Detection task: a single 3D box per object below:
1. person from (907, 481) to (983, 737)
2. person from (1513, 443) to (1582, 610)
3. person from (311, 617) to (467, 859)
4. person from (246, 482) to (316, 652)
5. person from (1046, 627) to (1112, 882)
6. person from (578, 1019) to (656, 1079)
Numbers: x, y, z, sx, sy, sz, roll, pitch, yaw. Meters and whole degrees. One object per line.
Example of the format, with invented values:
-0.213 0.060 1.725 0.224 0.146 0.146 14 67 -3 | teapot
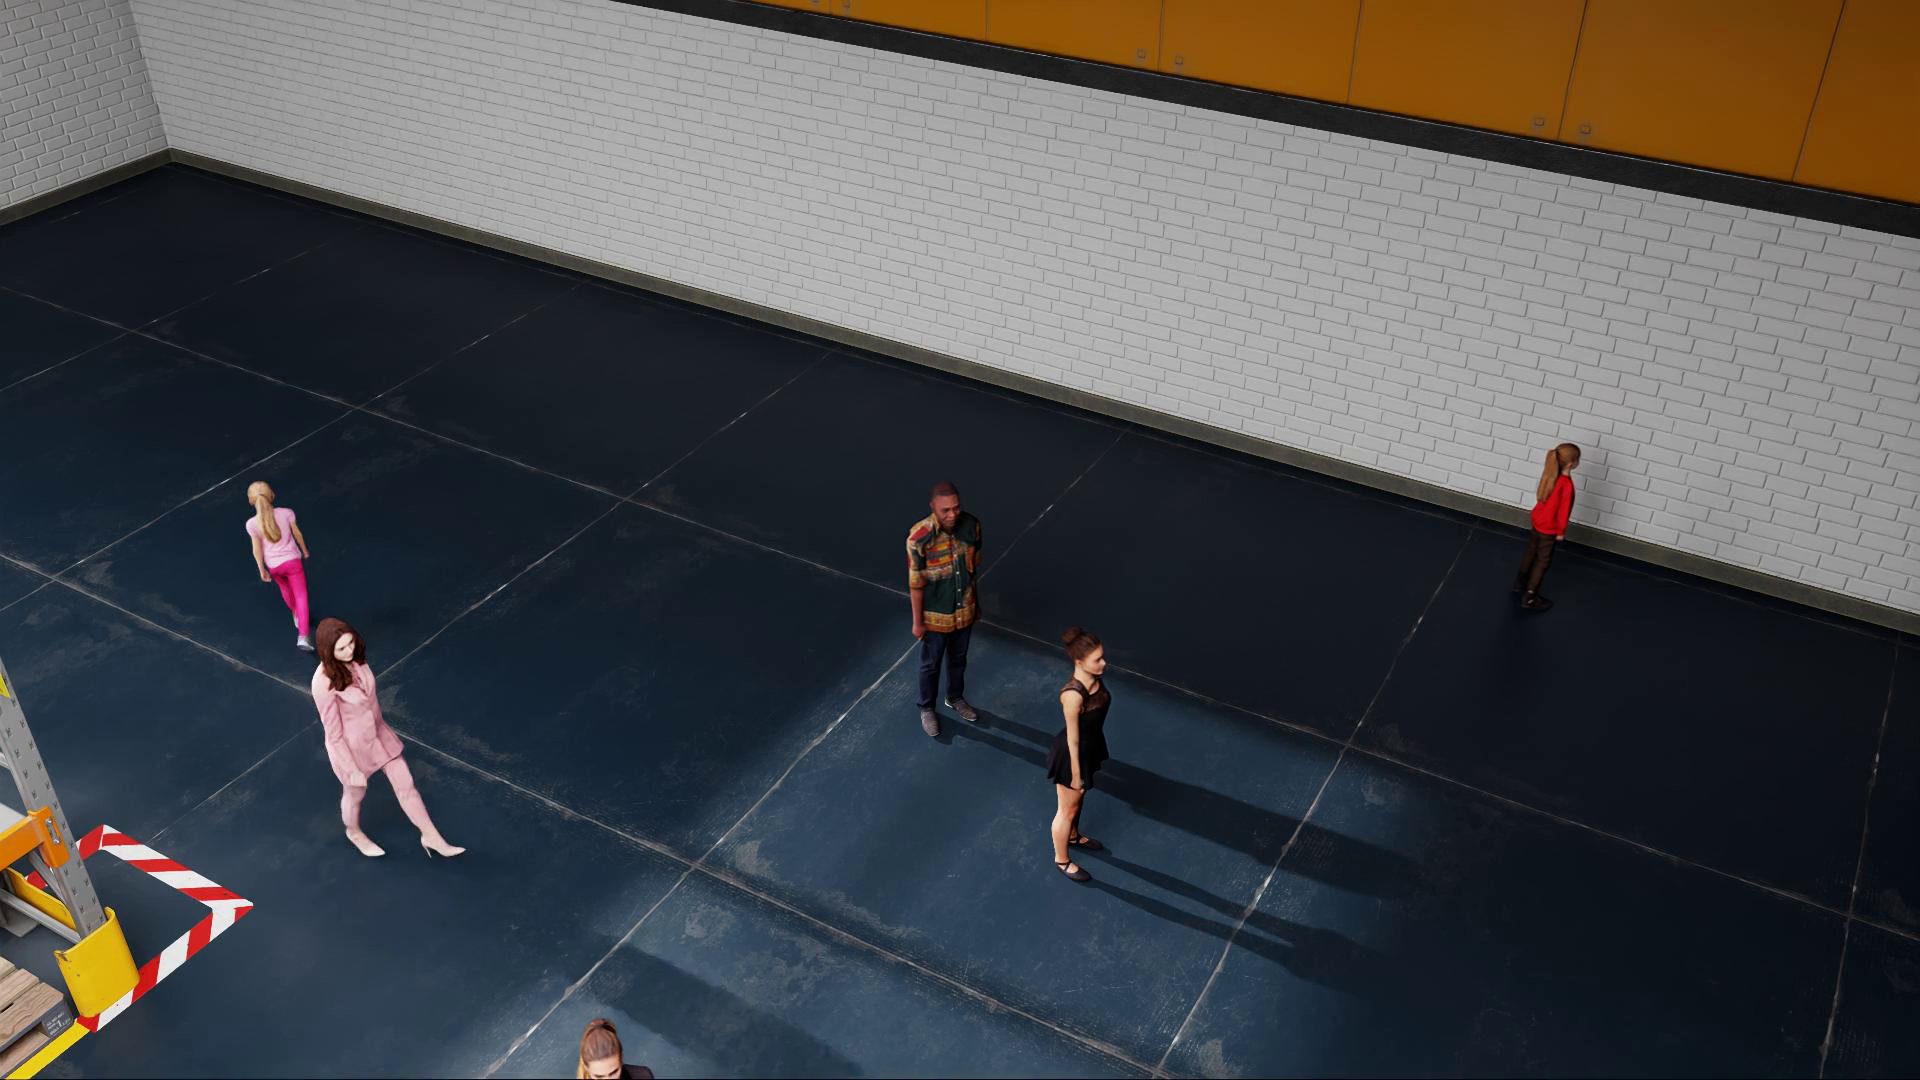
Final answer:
-0.091 0.406 10.569 0.779 1.807 0.880 -18 37 -25 | person
4.187 -0.119 11.836 0.640 1.278 0.555 -2 34 -3 | person
-3.501 1.157 9.471 0.822 1.771 0.973 10 35 14 | person
-4.630 0.181 11.405 0.872 1.256 0.897 -10 35 -14 | person
0.679 1.200 9.494 0.666 1.675 0.539 12 36 18 | person
-1.439 2.719 7.160 0.627 1.728 0.703 -14 36 -20 | person
